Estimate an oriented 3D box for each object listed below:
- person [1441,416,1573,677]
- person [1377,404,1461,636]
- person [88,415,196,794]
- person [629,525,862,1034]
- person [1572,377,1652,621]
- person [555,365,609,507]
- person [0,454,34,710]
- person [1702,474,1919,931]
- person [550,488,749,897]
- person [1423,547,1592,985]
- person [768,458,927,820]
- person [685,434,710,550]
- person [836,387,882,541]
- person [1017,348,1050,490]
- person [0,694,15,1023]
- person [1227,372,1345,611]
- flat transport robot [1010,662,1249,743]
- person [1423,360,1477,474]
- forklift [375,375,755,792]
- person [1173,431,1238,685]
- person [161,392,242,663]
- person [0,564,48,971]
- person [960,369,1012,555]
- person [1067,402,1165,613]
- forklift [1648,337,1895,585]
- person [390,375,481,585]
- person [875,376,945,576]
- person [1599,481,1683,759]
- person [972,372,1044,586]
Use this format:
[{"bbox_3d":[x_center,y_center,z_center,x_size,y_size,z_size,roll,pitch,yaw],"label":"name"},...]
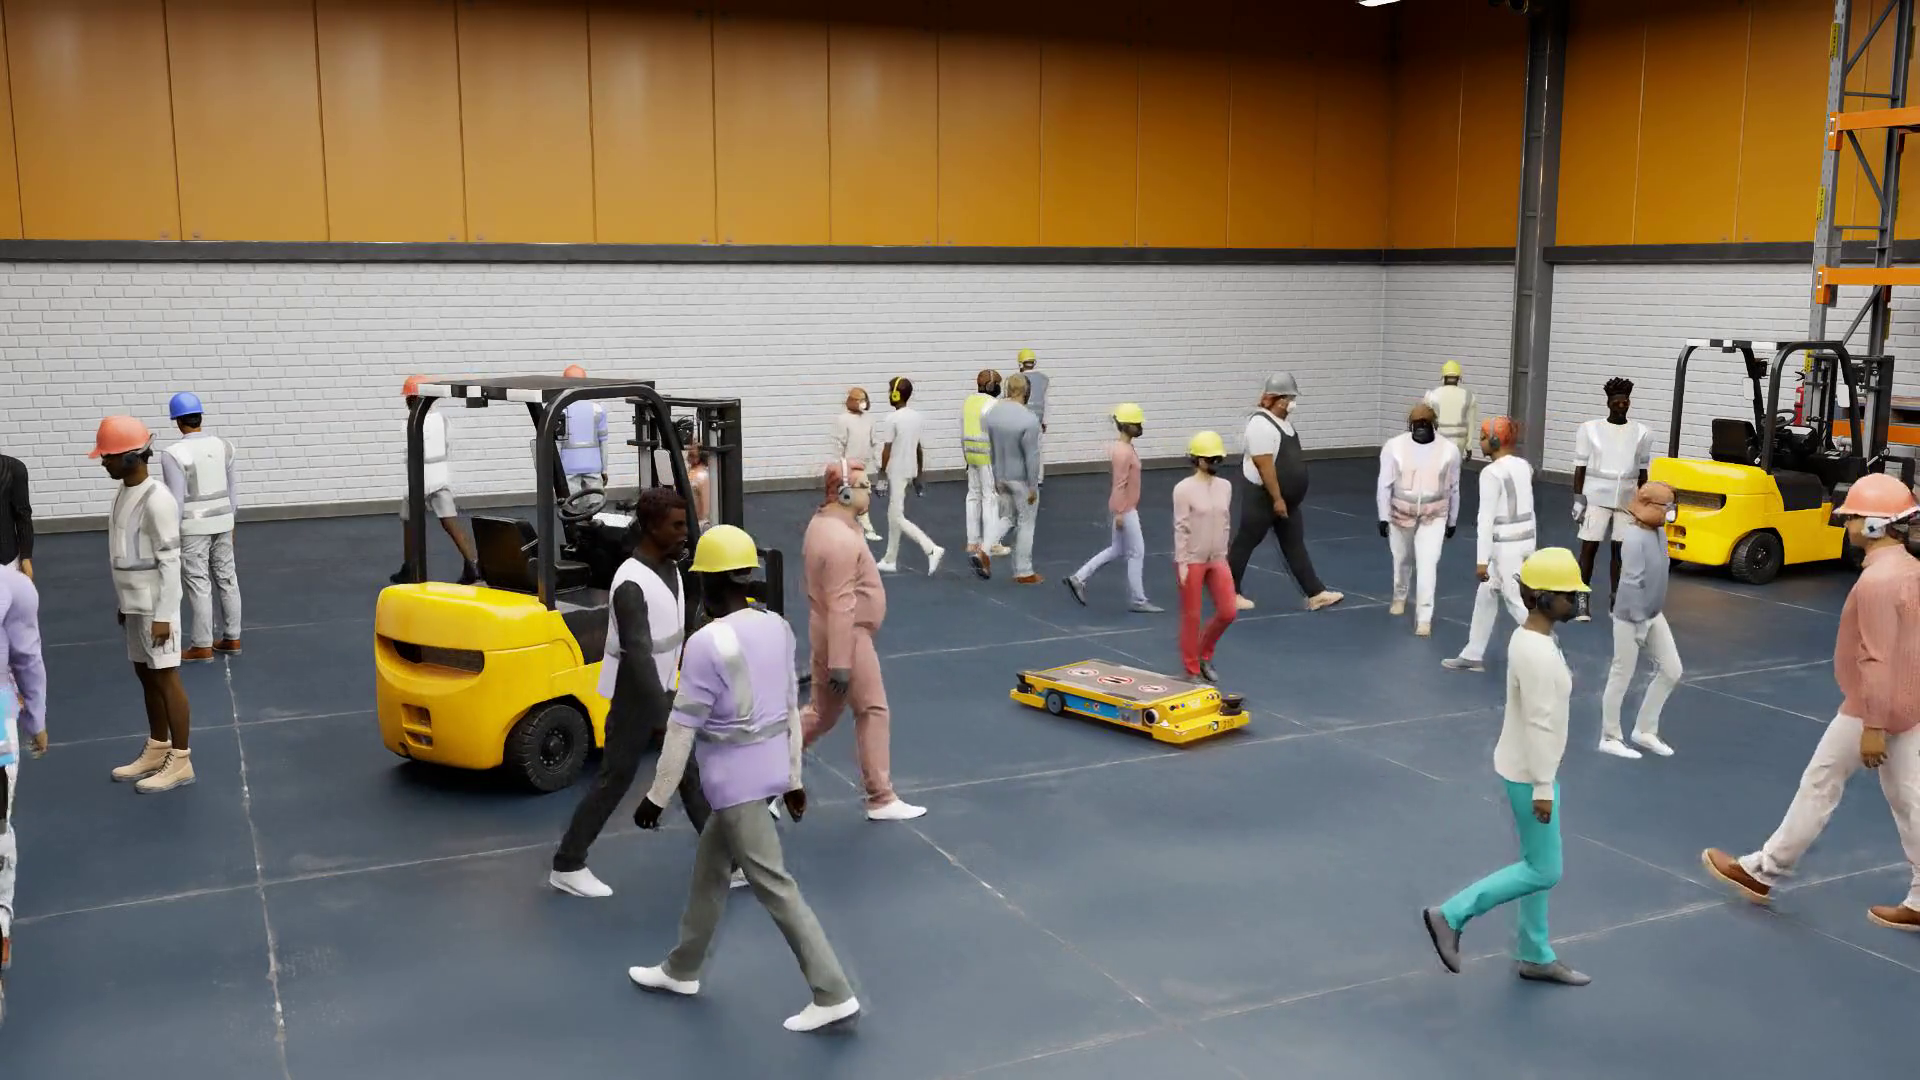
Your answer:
[{"bbox_3d":[3.785,0.075,11.333,0.968,1.839,0.590,8,12,40],"label":"person"},{"bbox_3d":[3.622,-0.201,13.179,0.631,1.788,1.022,3,10,16],"label":"person"},{"bbox_3d":[-4.410,0.345,8.964,0.393,2.036,0.605,-9,13,-44],"label":"person"},{"bbox_3d":[-0.796,0.879,6.184,1.021,1.873,0.597,3,10,19],"label":"person"},{"bbox_3d":[5.207,-0.321,13.306,0.601,1.967,0.367,1,9,5],"label":"person"},{"bbox_3d":[-3.565,-0.674,15.594,0.548,1.933,0.369,-4,10,-24],"label":"person"},{"bbox_3d":[-6.210,0.110,10.545,0.612,1.995,0.379,-4,10,-23],"label":"person"},{"bbox_3d":[3.807,0.683,7.134,0.649,1.942,1.005,-9,13,-43],"label":"person"},{"bbox_3d":[-1.369,0.687,7.403,1.052,1.855,0.588,1,9,8],"label":"person"},{"bbox_3d":[2.172,0.888,6.448,0.557,1.753,0.537,3,10,17],"label":"person"},{"bbox_3d":[-0.662,0.518,8.408,0.876,1.881,0.651,-2,9,-14],"label":"person"},{"bbox_3d":[-1.932,0.034,12.135,0.407,1.620,0.596,-5,11,-30],"label":"person"},{"bbox_3d":[-1.104,-0.822,17.560,0.832,1.597,0.510,9,13,44],"label":"person"},{"bbox_3d":[0.860,-1.536,21.267,0.600,1.827,0.404,-5,11,-30],"label":"person"},{"bbox_3d":[-3.576,1.043,5.759,0.551,1.653,0.829,-2,9,-12],"label":"person"},{"bbox_3d":[2.613,-0.411,13.635,1.040,2.000,0.696,6,11,33],"label":"person"},{"bbox_3d":[1.044,0.986,10.443,0.652,0.197,1.431,-8,12,-42],"label":"flat transport robot"},{"bbox_3d":[5.456,-1.101,18.597,0.610,1.819,0.565,1,9,7],"label":"person"},{"bbox_3d":[-2.268,0.149,9.685,1.214,2.155,2.313,6,11,32],"label":"forklift"},{"bbox_3d":[1.630,0.148,11.052,0.533,1.752,0.372,-5,11,-29],"label":"person"},{"bbox_3d":[-5.453,-0.088,11.941,0.402,1.940,0.602,4,10,24],"label":"person"},{"bbox_3d":[-4.130,0.746,6.883,0.639,1.906,0.925,-5,10,-26],"label":"person"},{"bbox_3d":[0.269,-0.770,16.488,0.429,1.839,0.633,-7,11,-36],"label":"person"},{"bbox_3d":[1.281,-0.265,13.660,0.756,1.745,0.529,1,9,8],"label":"person"},{"bbox_3d":[7.551,-0.789,15.507,2.313,2.155,1.214,-4,10,-25],"label":"forklift"},{"bbox_3d":[-4.671,-0.513,14.723,0.971,1.904,0.537,6,11,31],"label":"person"},{"bbox_3d":[-0.503,-0.582,15.317,0.822,1.848,0.517,5,10,29],"label":"person"},{"bbox_3d":[3.924,0.468,9.491,0.500,1.617,0.500,-8,12,-40],"label":"person"},{"bbox_3d":[0.444,-0.522,14.713,0.595,1.919,0.643,-8,12,-40],"label":"person"}]
